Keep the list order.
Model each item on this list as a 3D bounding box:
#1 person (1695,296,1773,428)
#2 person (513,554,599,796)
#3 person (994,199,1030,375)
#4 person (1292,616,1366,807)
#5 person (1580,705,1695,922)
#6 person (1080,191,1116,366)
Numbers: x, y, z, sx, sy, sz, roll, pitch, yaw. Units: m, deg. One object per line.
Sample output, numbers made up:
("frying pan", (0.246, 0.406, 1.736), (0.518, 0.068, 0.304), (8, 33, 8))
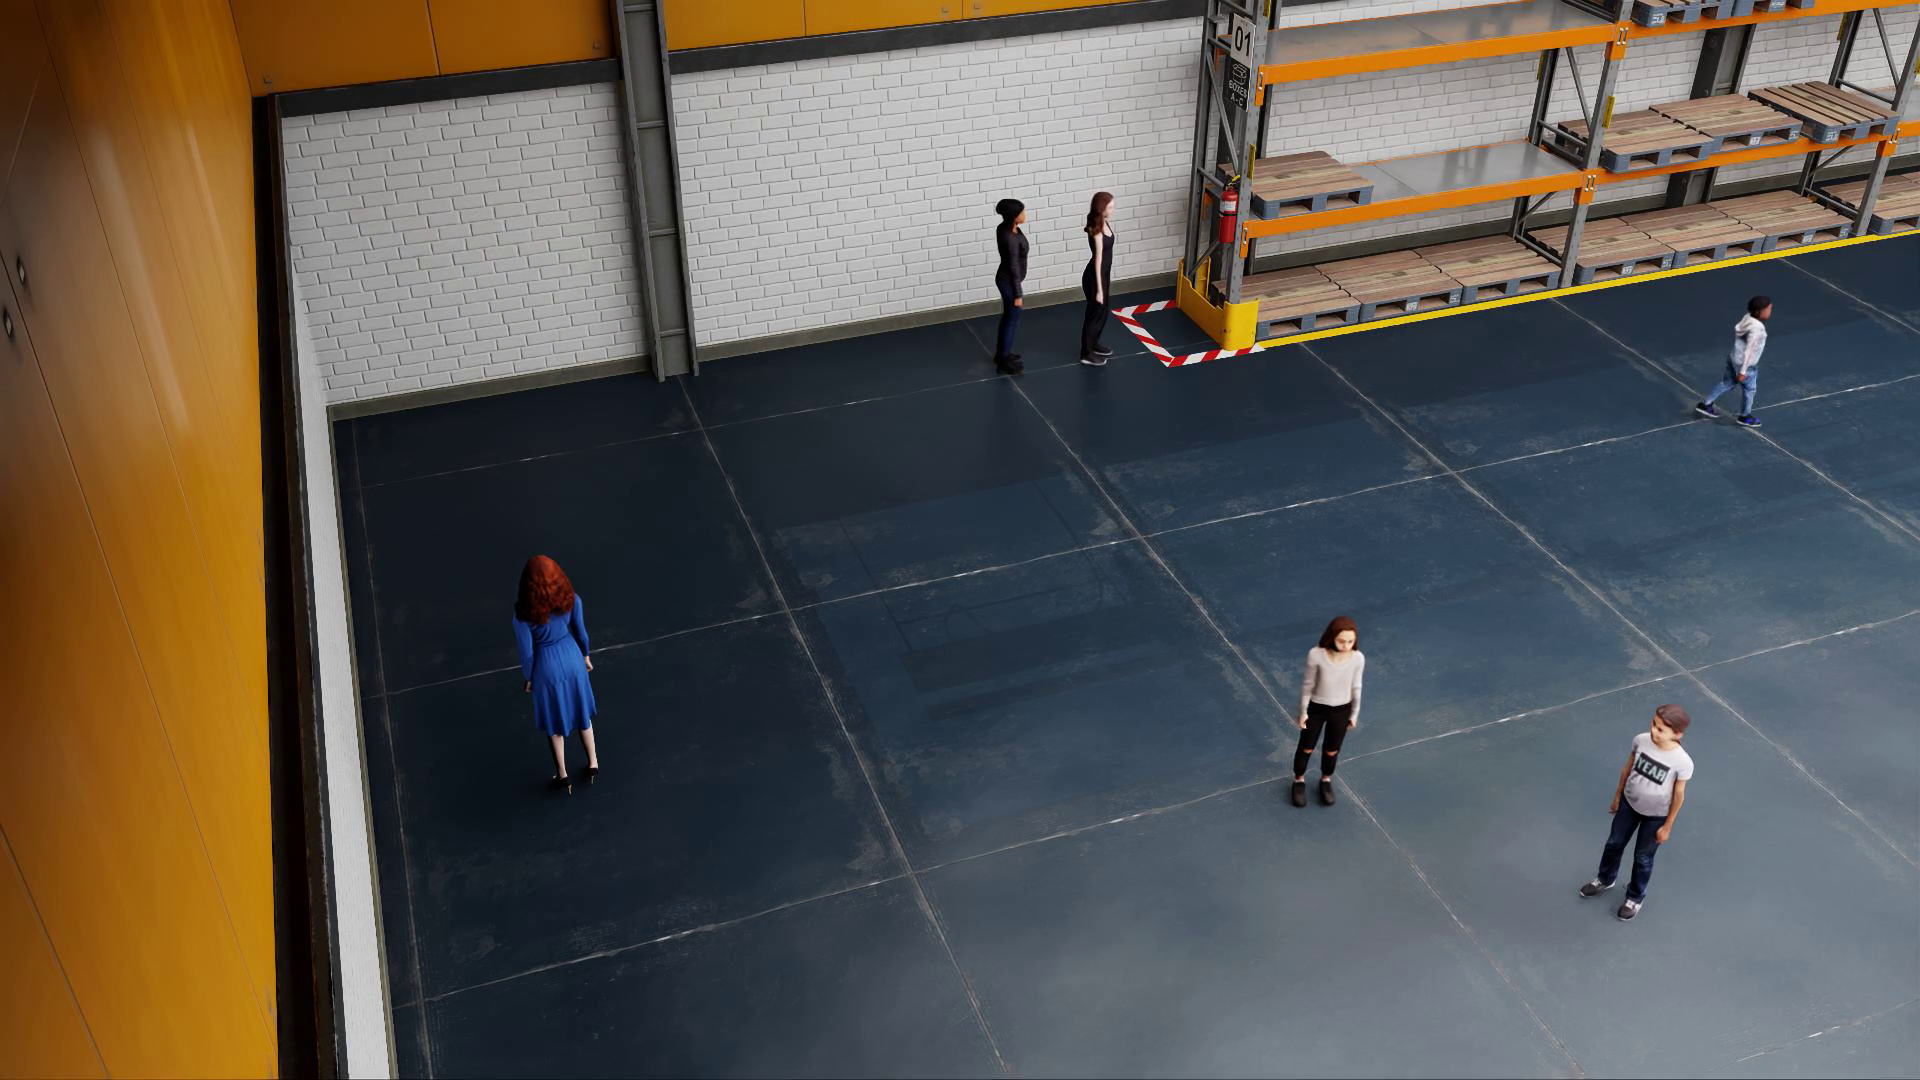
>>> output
("person", (6.994, -1.631, 14.979), (0.862, 1.248, 0.695), (4, 34, 6))
("person", (-2.584, 0.874, 10.686), (0.569, 1.828, 0.722), (-19, 38, -26))
("person", (0.460, -2.391, 15.677), (0.620, 1.741, 0.674), (-4, 34, -6))
("person", (2.359, 1.081, 10.688), (0.528, 1.481, 0.662), (1, 34, 2))
("person", (4.068, 1.578, 9.868), (0.604, 1.562, 0.598), (-24, 41, -32))
("person", (1.293, -2.499, 15.838), (0.701, 1.741, 0.678), (7, 34, 10))
